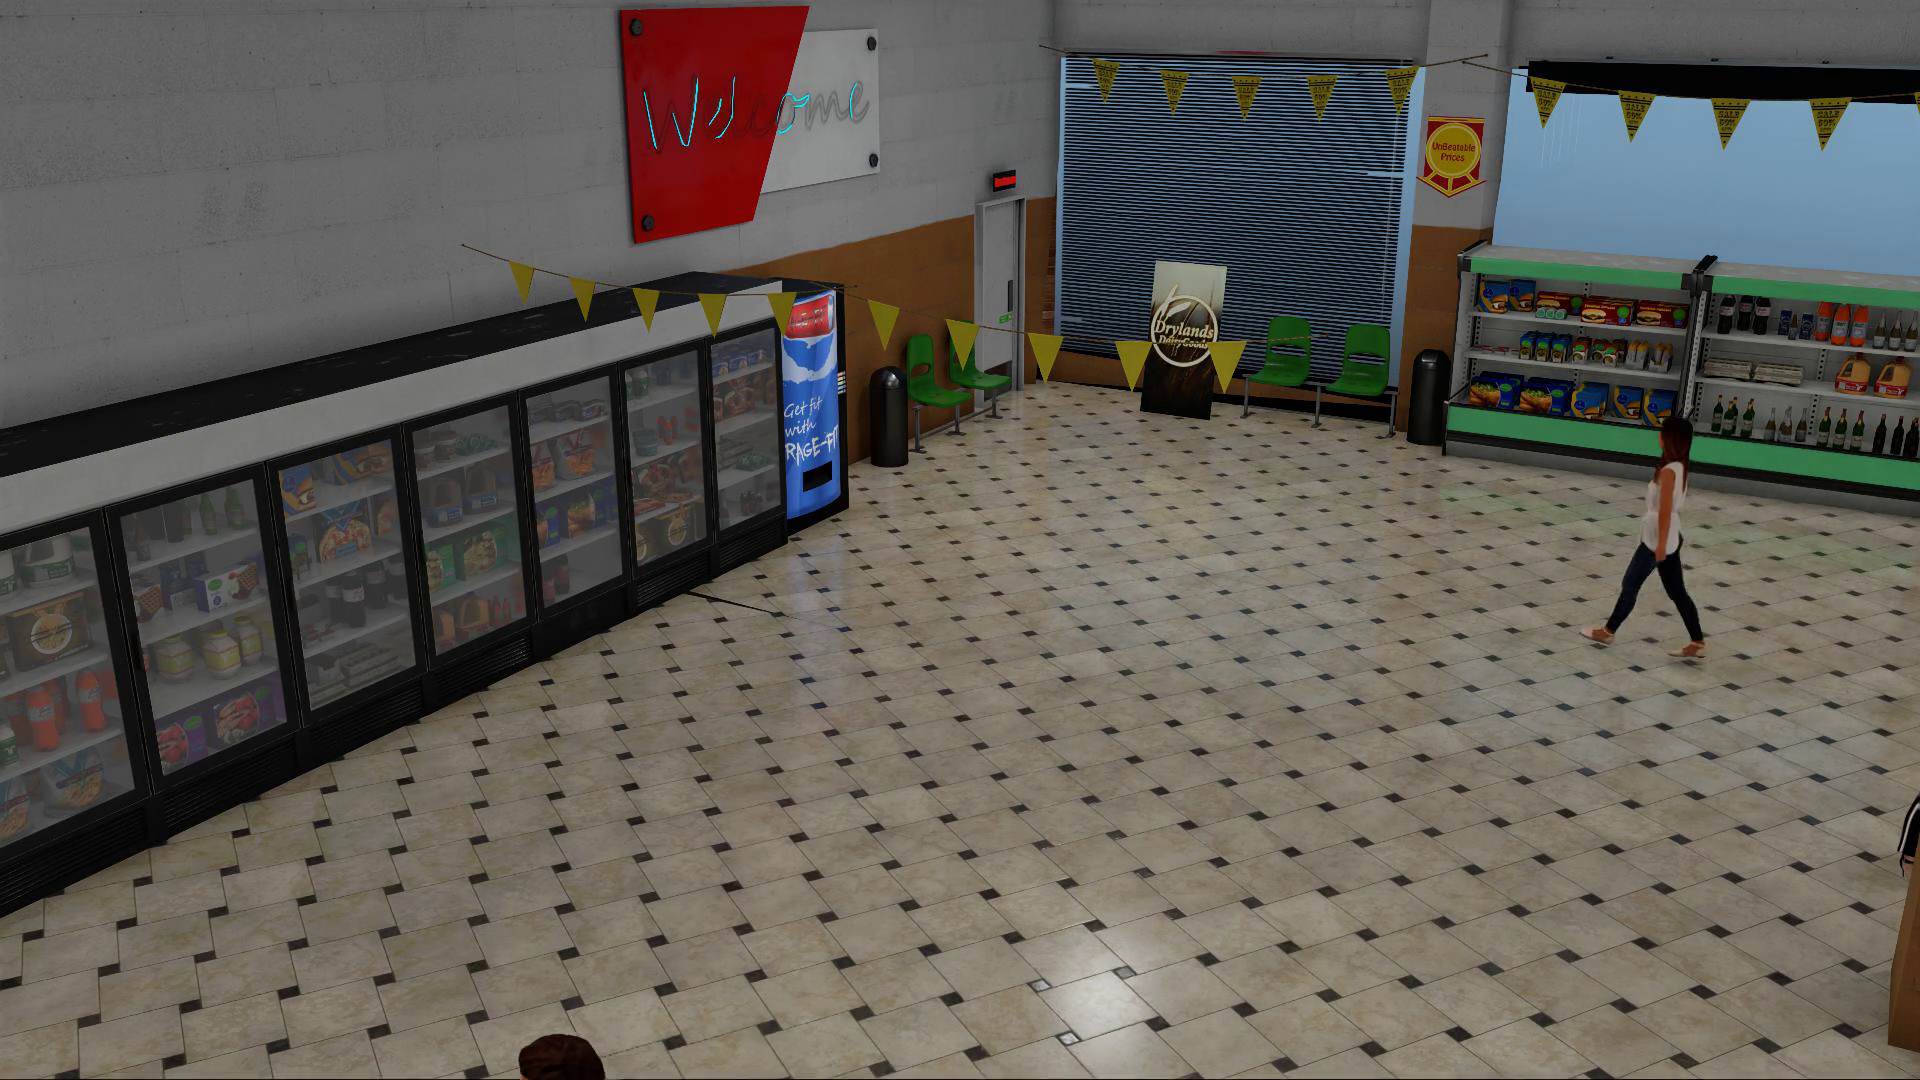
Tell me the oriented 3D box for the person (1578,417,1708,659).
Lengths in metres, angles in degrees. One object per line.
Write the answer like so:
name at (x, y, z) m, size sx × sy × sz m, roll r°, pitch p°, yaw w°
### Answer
person at (5.048, 0.041, 11.739) m, size 1.127 × 1.736 × 0.684 m, roll 13°, pitch 22°, yaw 33°
